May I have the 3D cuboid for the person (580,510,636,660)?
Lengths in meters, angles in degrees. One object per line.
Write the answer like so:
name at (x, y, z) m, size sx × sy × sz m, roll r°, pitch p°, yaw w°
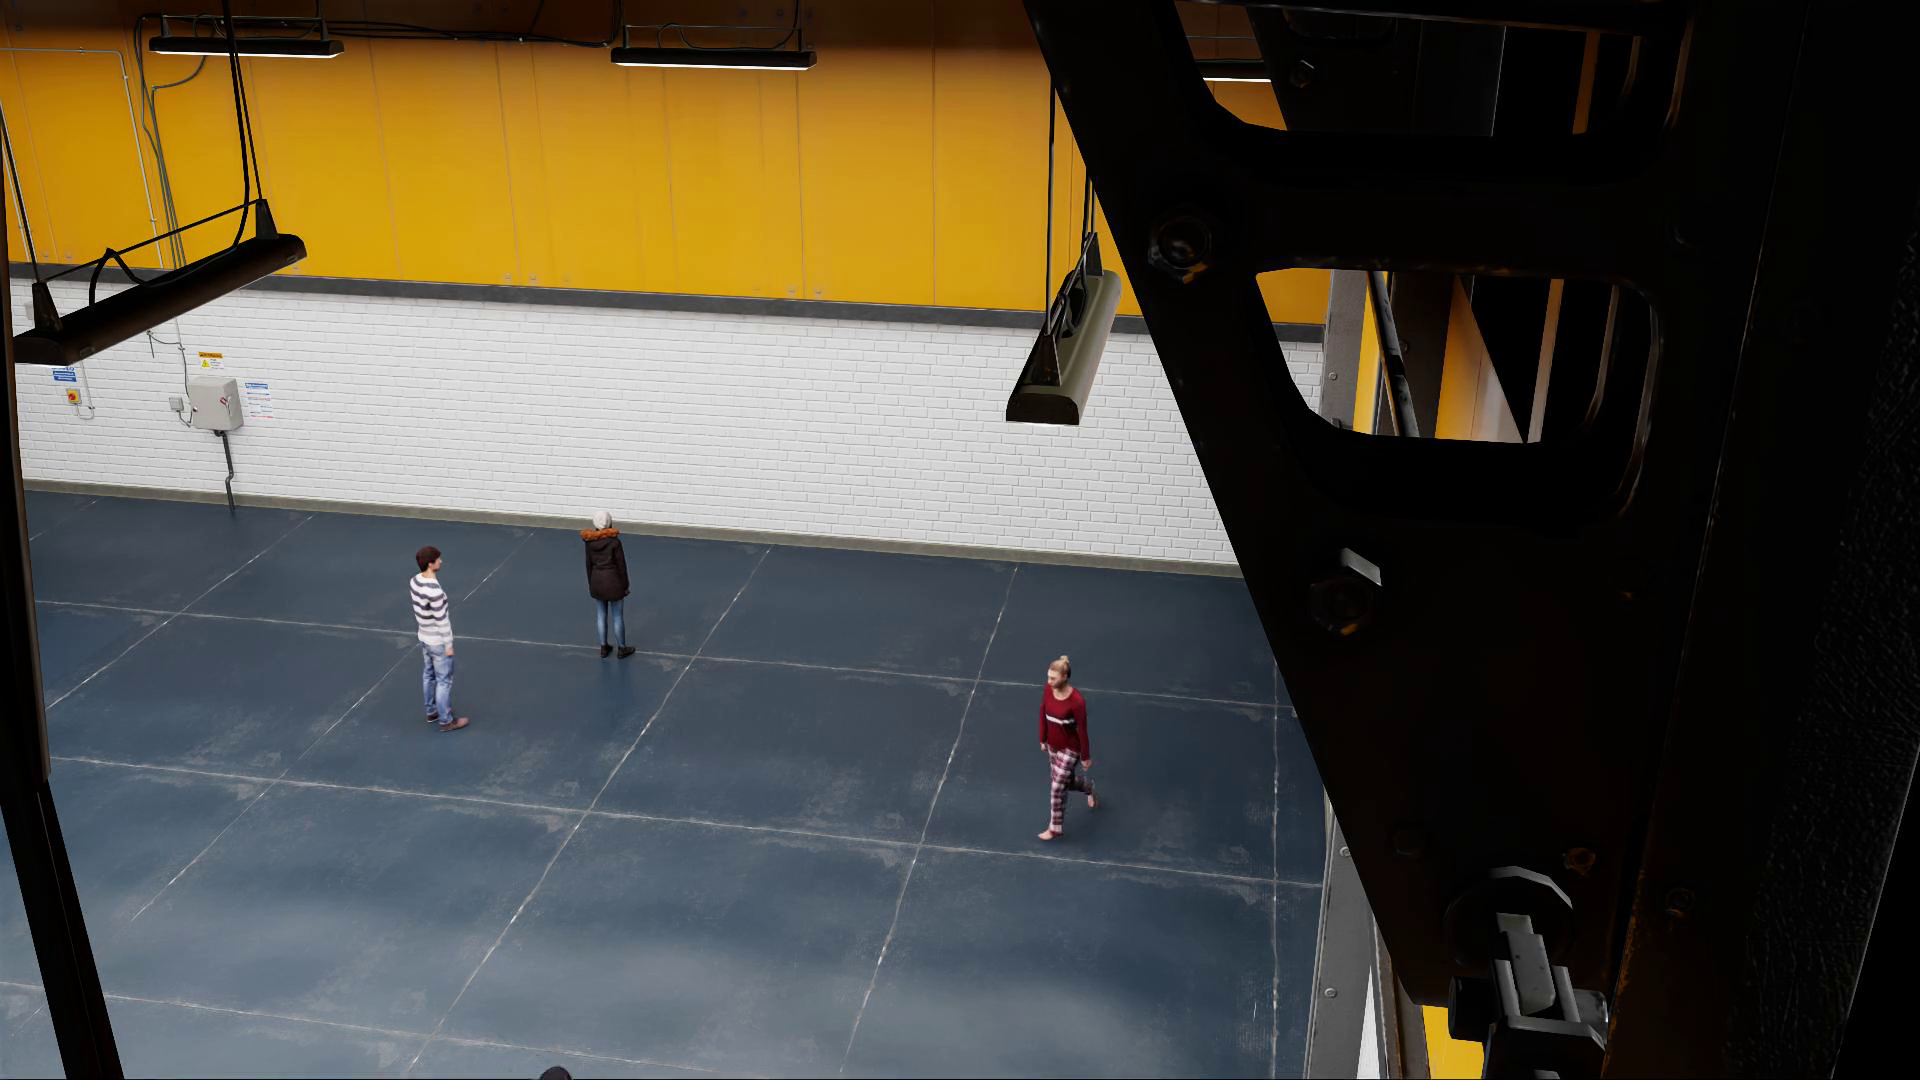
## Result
person at (-3.634, 0.448, 17.159) m, size 0.649 × 1.633 × 0.626 m, roll 7°, pitch 25°, yaw 15°

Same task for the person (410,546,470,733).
person at (-4.994, 0.927, 15.795) m, size 0.725 × 1.848 × 0.708 m, roll -21°, pitch 31°, yaw -40°

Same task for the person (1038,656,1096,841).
person at (0.947, 1.733, 14.165) m, size 0.994 × 1.677 × 1.096 m, roll 21°, pitch 31°, yaw 39°
